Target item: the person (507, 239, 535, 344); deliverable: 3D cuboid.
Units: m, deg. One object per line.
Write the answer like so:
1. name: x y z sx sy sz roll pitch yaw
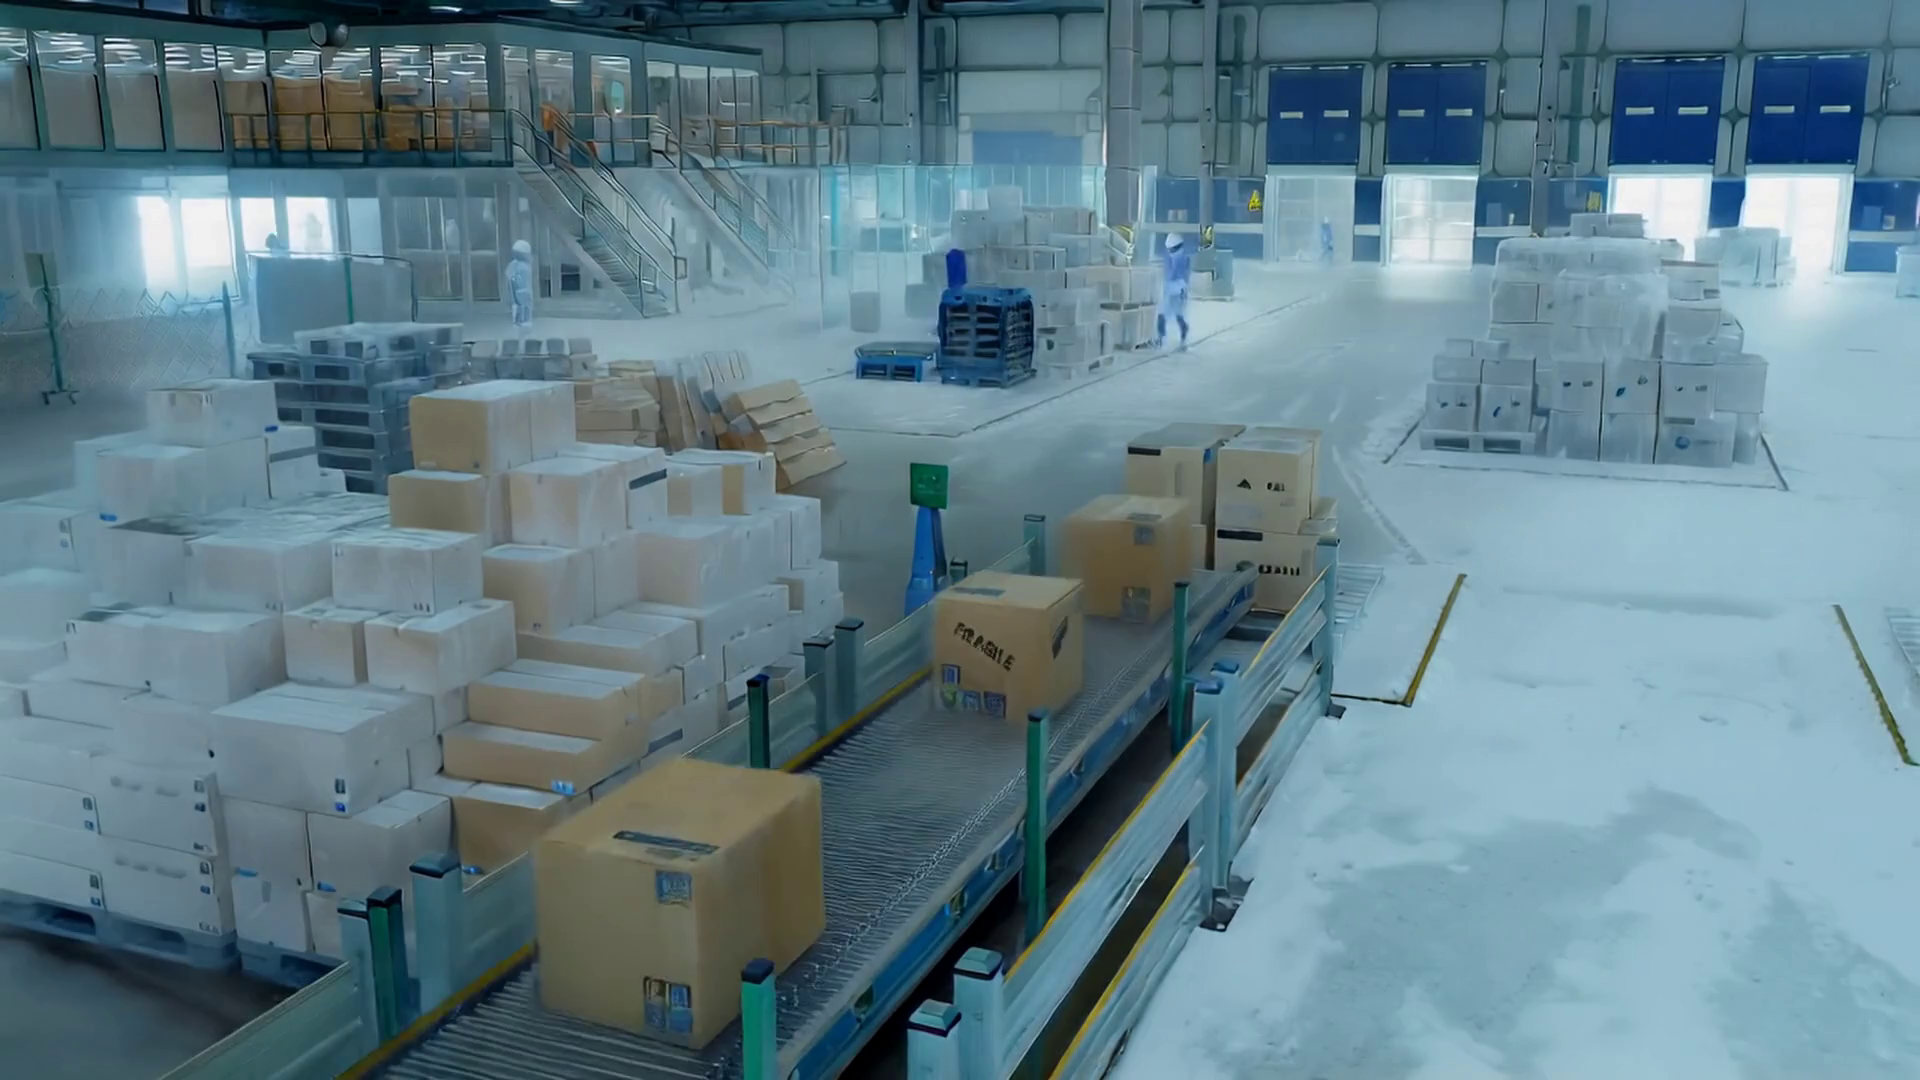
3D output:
1. person: -6.820 -3.729 26.043 0.376 1.935 0.550 4 13 15

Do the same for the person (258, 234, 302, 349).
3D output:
1. person: -10.775 -3.864 26.416 0.955 2.000 0.684 12 17 42

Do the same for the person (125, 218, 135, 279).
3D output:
1. person: -22.848 -8.044 45.646 0.551 1.817 0.961 2 13 8

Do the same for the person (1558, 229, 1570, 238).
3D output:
1. person: 11.899 -5.173 32.722 0.649 1.854 0.517 1 13 4

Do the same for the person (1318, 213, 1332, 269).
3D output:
1. person: 11.224 -9.155 50.937 0.367 1.682 0.542 6 14 24

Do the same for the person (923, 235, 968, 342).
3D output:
1. person: -0.091 -4.386 29.138 1.071 1.857 0.706 6 14 26

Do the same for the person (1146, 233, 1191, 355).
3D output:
1. person: 3.424 -3.982 27.052 0.611 1.992 0.873 11 17 41

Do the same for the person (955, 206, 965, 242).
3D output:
1. person: 0.001 -8.454 47.131 0.611 1.986 0.393 5 13 20

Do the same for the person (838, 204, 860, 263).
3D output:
1. person: -3.663 -9.914 53.877 1.014 1.888 0.629 10 16 38
